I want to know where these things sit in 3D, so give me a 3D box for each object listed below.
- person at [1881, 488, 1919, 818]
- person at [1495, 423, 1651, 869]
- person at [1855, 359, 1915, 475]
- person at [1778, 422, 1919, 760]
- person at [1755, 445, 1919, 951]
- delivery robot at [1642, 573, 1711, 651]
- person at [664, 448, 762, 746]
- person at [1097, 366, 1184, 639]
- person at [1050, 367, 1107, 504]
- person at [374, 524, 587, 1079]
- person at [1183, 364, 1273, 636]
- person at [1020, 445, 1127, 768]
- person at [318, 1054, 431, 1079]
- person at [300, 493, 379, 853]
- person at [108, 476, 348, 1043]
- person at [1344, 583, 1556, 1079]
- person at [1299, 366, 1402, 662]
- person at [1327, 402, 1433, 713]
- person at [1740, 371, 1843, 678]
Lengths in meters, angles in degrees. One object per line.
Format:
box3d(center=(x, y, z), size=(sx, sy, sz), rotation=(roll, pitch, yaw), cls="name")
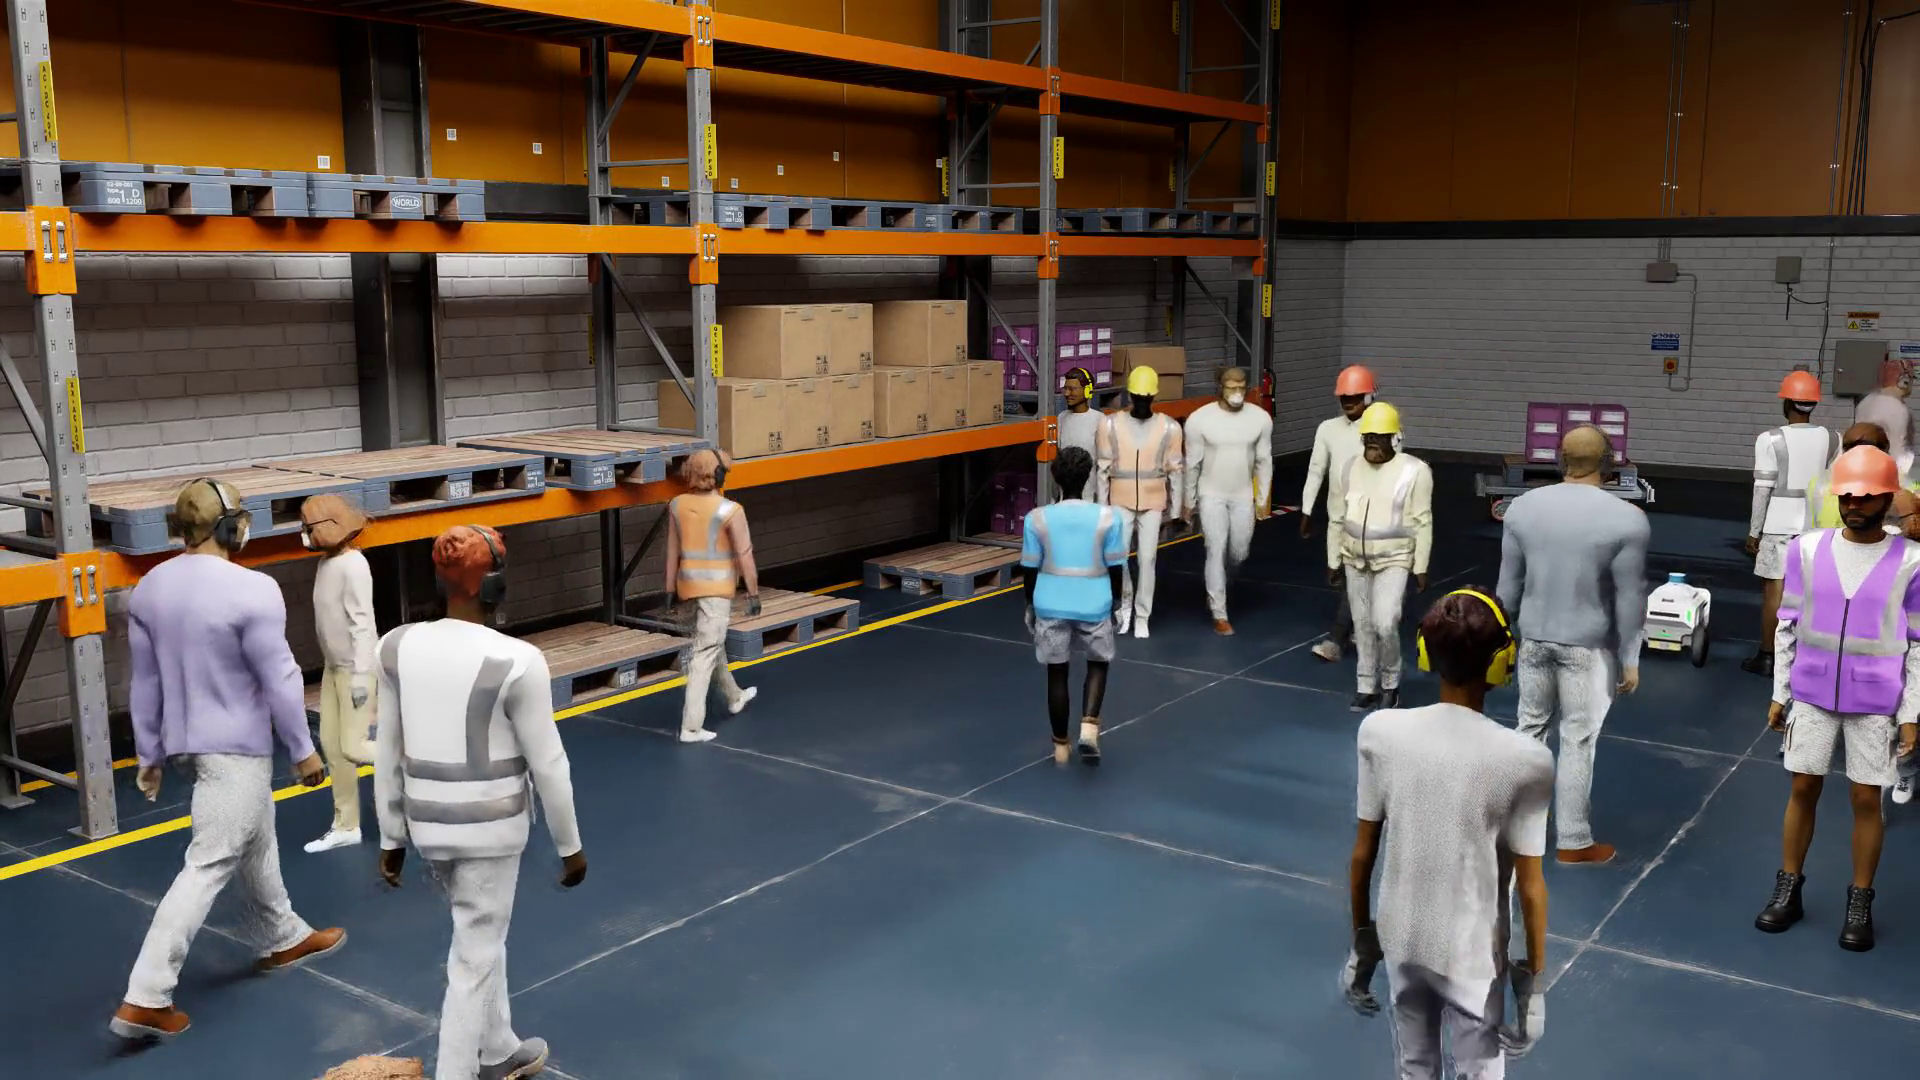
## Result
box3d(center=(4.423, 0.533, 7.834), size=(0.495, 1.583, 0.866), rotation=(7, 12, 36), cls="person")
box3d(center=(2.682, 0.458, 7.282), size=(0.664, 1.925, 0.497), rotation=(9, 13, 43), cls="person")
box3d(center=(7.020, -0.458, 12.832), size=(0.578, 1.887, 0.656), rotation=(1, 10, 8), cls="person")
box3d(center=(4.662, 0.285, 8.681), size=(0.947, 1.789, 0.651), rotation=(-9, 13, -42), cls="person")
box3d(center=(3.393, 0.599, 6.373), size=(0.542, 1.939, 0.362), rotation=(8, 12, 39), cls="person")
box3d(center=(4.740, 0.461, 11.029), size=(0.477, 0.478, 0.707), rotation=(6, 11, 33), cls="delivery robot")
box3d(center=(-1.334, 0.290, 9.230), size=(0.544, 1.595, 0.845), rotation=(6, 11, 33), cls="person")
box3d(center=(1.244, -0.252, 11.521), size=(0.607, 1.908, 0.456), rotation=(1, 10, 8), cls="person")
box3d(center=(0.850, -0.310, 11.991), size=(0.532, 1.871, 0.319), rotation=(9, 13, 44), cls="person")
box3d(center=(-1.394, 0.864, 5.037), size=(0.597, 1.853, 0.779), rotation=(4, 10, 23), cls="person")
box3d(center=(1.887, -0.312, 11.886), size=(0.648, 1.915, 0.718), rotation=(-1, 10, -5), cls="person")
box3d(center=(0.579, 0.353, 8.560), size=(0.550, 1.686, 0.369), rotation=(1, 10, 7), cls="person")
box3d(center=(-0.780, 1.463, 2.234), size=(0.533, 1.597, 0.685), rotation=(6, 11, 31), cls="person")
box3d(center=(-2.675, 0.582, 7.439), size=(0.534, 1.610, 0.513), rotation=(-8, 12, -40), cls="person")
box3d(center=(-2.602, 0.729, 5.769), size=(0.630, 1.898, 1.019), rotation=(5, 11, 28), cls="person")
box3d(center=(1.143, 1.034, 4.032), size=(0.505, 1.860, 0.666), rotation=(7, 12, 36), cls="person")
box3d(center=(2.615, -0.193, 11.119), size=(0.642, 1.935, 1.066), rotation=(8, 12, 40), cls="person")
box3d(center=(2.397, 0.114, 9.604), size=(0.618, 1.821, 0.441), rotation=(8, 12, 39), cls="person")
box3d(center=(5.236, -0.093, 10.498), size=(0.546, 1.938, 0.361), rotation=(0, 10, -2), cls="person")
